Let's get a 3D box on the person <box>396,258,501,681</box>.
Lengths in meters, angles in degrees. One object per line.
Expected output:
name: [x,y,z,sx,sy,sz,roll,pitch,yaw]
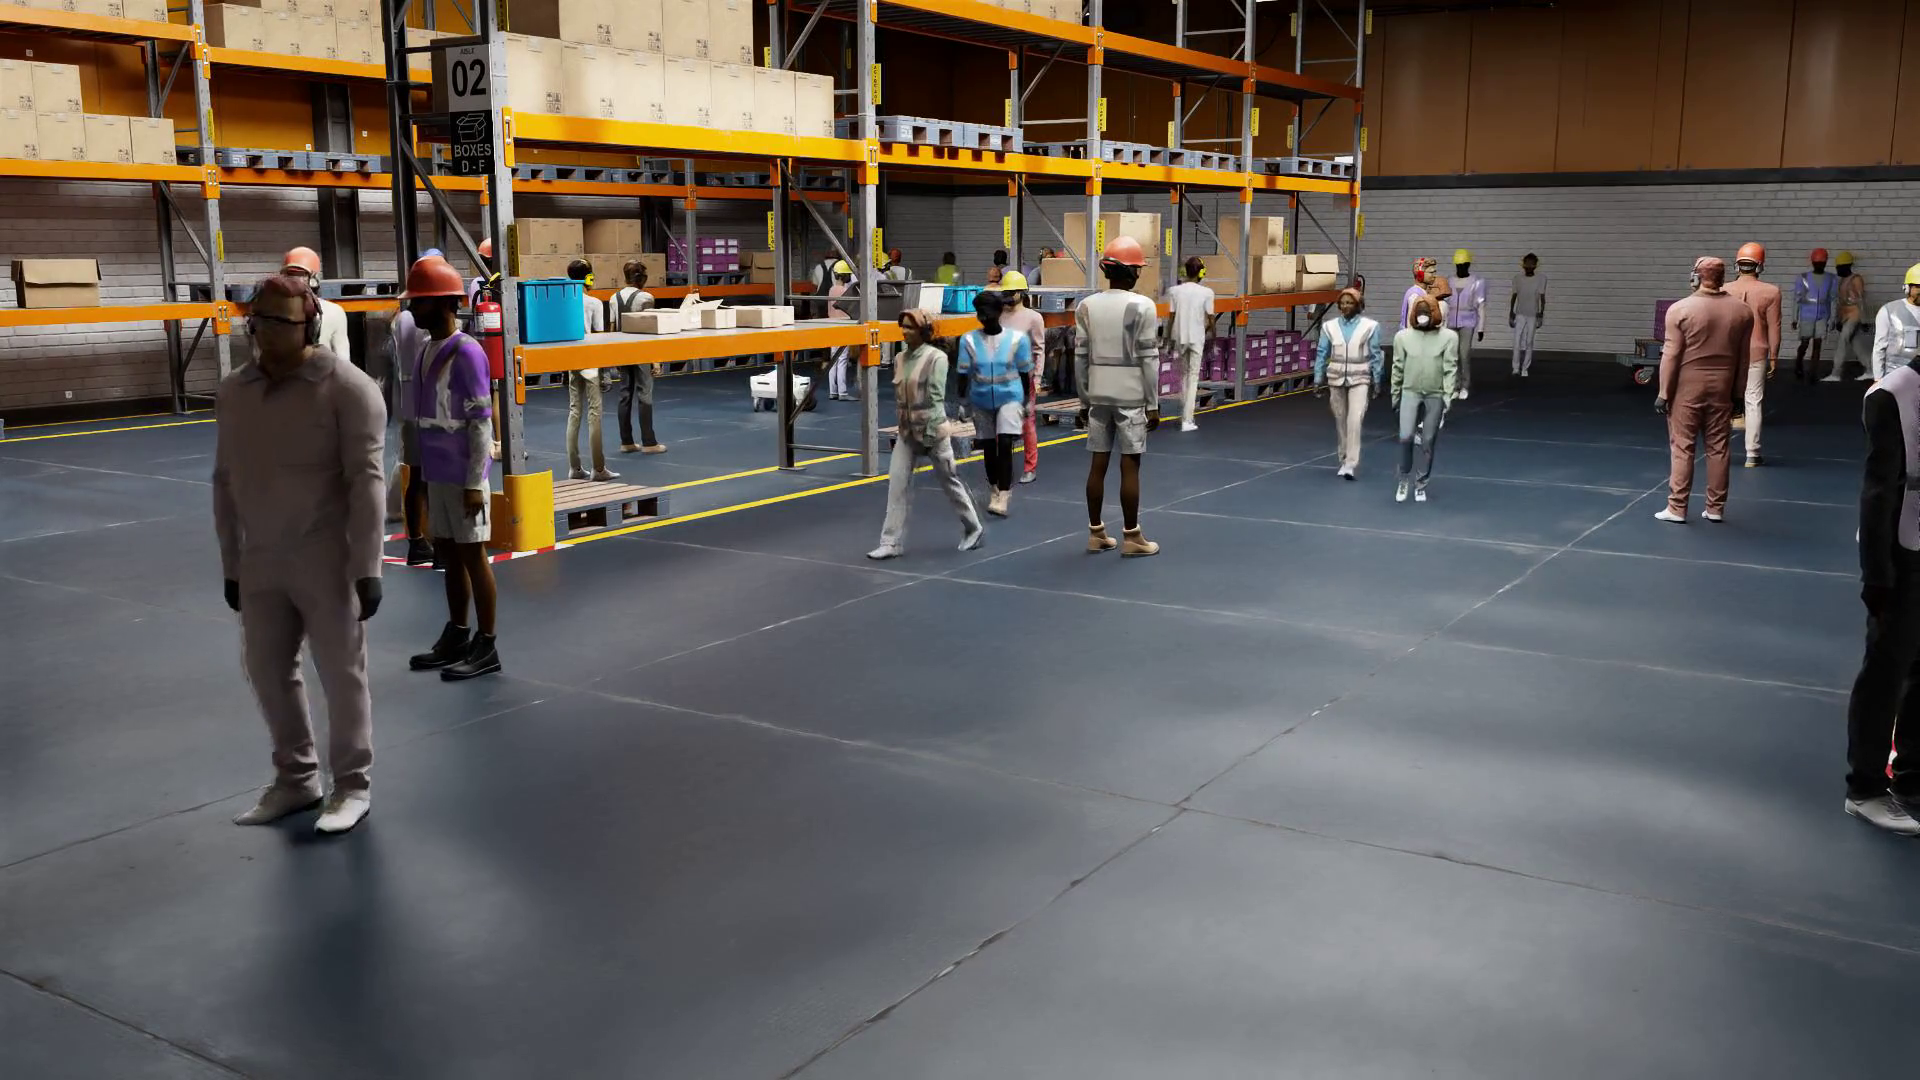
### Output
person: [-2.363,-0.320,7.685,0.375,1.939,0.546,-9,14,-40]

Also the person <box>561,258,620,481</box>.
person: [-3.152,-1.430,14.018,0.513,1.876,0.328,5,11,24]

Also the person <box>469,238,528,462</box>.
person: [-4.240,-1.737,15.248,0.378,2.041,0.616,-9,13,-40]

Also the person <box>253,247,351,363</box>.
person: [-4.468,-0.999,11.355,0.629,1.966,0.696,-3,11,-16]

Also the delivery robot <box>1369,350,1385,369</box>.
delivery robot: [5.953,-2.710,24.504,0.477,0.478,0.707,-3,11,-17]

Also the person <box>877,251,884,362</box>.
person: [-1.424,-3.785,27.103,0.653,1.873,0.526,9,13,40]

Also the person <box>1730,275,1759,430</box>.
person: [8.356,-2.023,17.788,0.320,1.697,0.531,-1,10,-5]

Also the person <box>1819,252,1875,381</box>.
person: [12.831,-3.191,23.836,0.842,1.870,0.607,1,10,7]

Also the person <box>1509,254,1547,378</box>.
person: [8.306,-3.269,24.388,0.496,1.803,0.978,4,11,22]

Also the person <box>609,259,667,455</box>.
person: [-3.065,-1.722,15.737,0.505,1.838,0.347,5,11,26]

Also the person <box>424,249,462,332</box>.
person: [-5.862,-2.313,18.774,0.651,1.913,0.843,1,10,5]

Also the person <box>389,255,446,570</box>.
person: [-3.246,-0.782,10.282,0.545,1.932,0.387,7,12,32]

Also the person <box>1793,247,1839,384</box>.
person: [12.030,-3.143,23.395,0.546,1.921,0.402,3,11,15]

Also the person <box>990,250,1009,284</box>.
person: [0.731,-4.284,29.918,0.430,1.845,0.621,5,11,25]

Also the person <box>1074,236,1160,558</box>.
person: [1.020,-0.908,10.649,0.605,2.045,0.387,8,13,39]

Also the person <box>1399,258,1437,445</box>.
person: [4.532,-1.867,16.517,0.388,1.846,0.565,3,11,19]

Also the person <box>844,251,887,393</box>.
person: [-1.230,-2.763,21.321,0.662,1.910,0.820,-7,12,-33]

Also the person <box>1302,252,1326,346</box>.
person: [5.795,-3.797,27.253,0.404,1.827,0.601,5,11,24]

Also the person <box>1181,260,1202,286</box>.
person: [3.463,-3.421,25.461,0.503,1.711,0.579,8,13,38]

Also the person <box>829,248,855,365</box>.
person: [-1.939,-3.741,26.788,0.622,1.898,0.660,6,12,28]

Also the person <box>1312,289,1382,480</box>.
person: [3.246,-1.304,14.039,0.547,1.600,0.794,5,11,26]

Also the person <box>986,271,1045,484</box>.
person: [0.454,-1.353,13.892,0.533,1.768,0.311,7,12,34]

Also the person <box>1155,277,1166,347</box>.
person: [2.550,-3.025,23.043,0.645,1.817,0.877,9,13,40]

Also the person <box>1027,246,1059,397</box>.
person: [1.093,-2.843,21.665,0.371,1.940,0.627,5,11,26]

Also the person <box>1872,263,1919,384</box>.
person: [7.856,-1.362,13.749,0.588,1.834,0.403,1,10,4]

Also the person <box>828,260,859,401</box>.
person: [-1.480,-2.629,20.960,0.310,1.768,0.533,-6,12,-29]

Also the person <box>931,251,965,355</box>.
person: [-0.193,-4.142,29.181,0.641,1.819,0.464,4,11,21]

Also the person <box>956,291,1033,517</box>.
person: [0.250,-0.999,12.207,0.554,1.643,0.854,2,10,12]

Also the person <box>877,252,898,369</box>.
person: [-1.185,-3.591,26.118,0.404,1.828,0.587,3,11,15]

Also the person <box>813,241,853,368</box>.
person: [-1.980,-3.733,26.314,0.710,2.000,0.591,5,12,27]

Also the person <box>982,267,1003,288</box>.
person: [0.500,-3.066,23.731,0.523,1.639,0.314,-1,10,-6]

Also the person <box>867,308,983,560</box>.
person: [-0.202,-0.690,10.662,0.507,1.605,0.855,10,14,43]

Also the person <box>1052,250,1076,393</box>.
person: [1.359,-2.838,21.752,0.548,1.904,0.784,1,10,5]

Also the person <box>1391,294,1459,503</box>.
person: [3.566,-1.079,12.804,0.498,1.612,0.507,3,11,17]

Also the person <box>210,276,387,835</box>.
person: [-2.261,0.065,5.691,0.695,1.901,0.400,3,11,17]

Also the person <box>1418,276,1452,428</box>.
person: [5.149,-2.028,17.996,0.283,1.633,0.497,4,11,23]

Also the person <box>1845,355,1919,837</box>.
person: [3.303,0.053,5.715,0.592,1.913,0.396,-4,11,-23]

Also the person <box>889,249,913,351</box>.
person: [-1.034,-3.712,26.636,0.583,1.883,0.350,-3,11,-17]

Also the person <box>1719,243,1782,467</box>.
person: [7.008,-1.648,14.889,0.608,1.995,0.377,6,12,31]

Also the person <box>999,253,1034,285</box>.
person: [0.903,-3.690,26.452,0.641,1.909,0.409,-3,11,-14]

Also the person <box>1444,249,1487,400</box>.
person: [6.304,-2.720,21.063,0.604,1.910,0.549,8,13,39]

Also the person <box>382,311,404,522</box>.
person: [-3.904,-0.948,12.133,0.505,1.594,0.837,8,13,38]

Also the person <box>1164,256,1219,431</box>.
person: [2.520,-2.099,17.834,0.550,1.833,0.782,6,12,29]

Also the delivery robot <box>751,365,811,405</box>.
delivery robot: [-2.116,-1.822,19.583,0.707,0.478,0.477,6,12,31]

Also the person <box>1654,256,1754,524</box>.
person: [5.292,-1.065,11.908,0.653,1.904,0.405,-1,10,-5]
